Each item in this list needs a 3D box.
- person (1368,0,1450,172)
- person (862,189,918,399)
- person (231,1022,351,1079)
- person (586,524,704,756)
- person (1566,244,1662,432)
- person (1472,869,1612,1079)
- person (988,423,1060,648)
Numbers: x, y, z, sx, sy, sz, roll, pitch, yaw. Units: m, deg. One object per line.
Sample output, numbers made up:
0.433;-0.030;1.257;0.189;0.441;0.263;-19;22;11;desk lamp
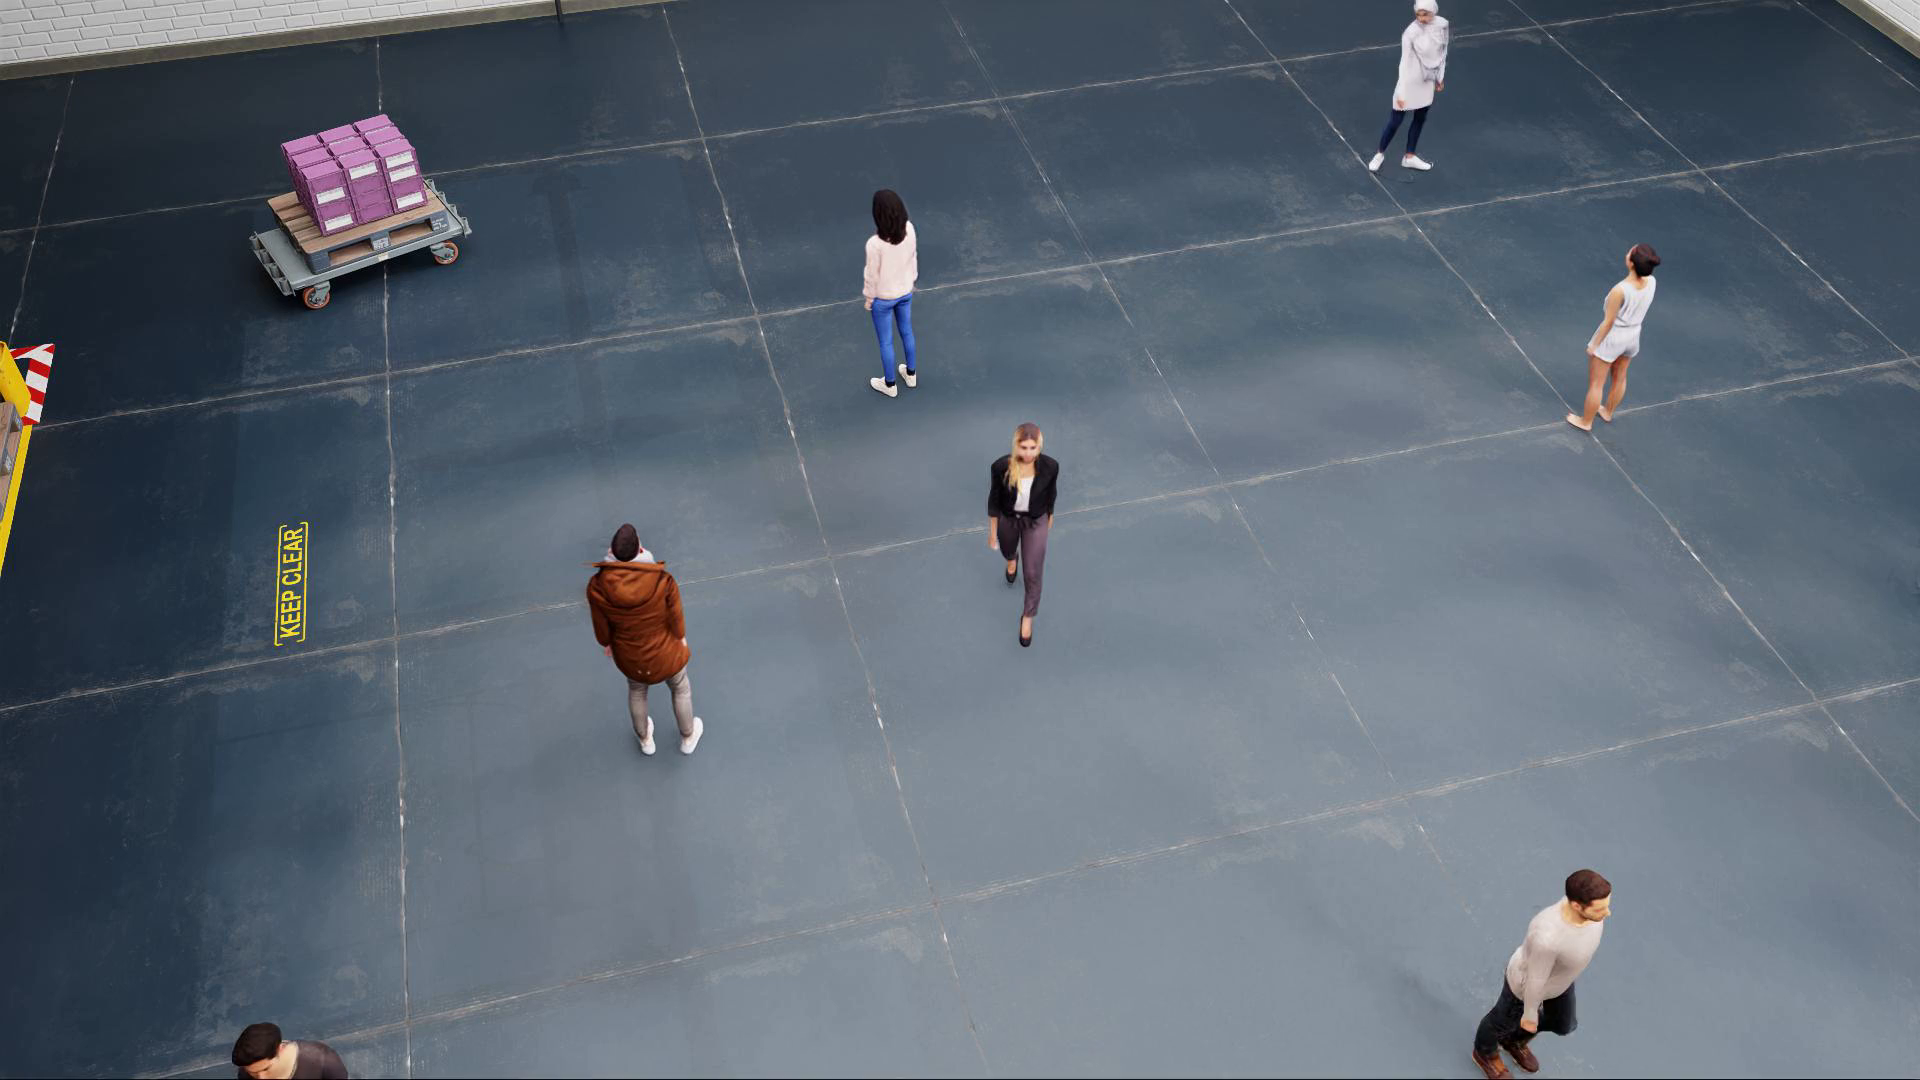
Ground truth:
4.142;-4.119;15.007;0.773;1.756;0.669;-30;51;-27;person
-0.520;-1.868;12.635;0.724;1.768;0.690;-29;51;-27;person
-3.046;2.685;7.916;0.615;1.685;1.007;-10;45;-11;person
-1.881;0.630;9.964;0.777;1.835;0.777;1;44;1;person
4.892;-1.505;12.373;0.606;1.604;0.589;-19;47;-18;person
2.845;2.147;8.357;0.722;1.855;0.703;-24;49;-23;person
0.394;-0.157;10.940;0.824;1.628;1.109;3;44;3;person
